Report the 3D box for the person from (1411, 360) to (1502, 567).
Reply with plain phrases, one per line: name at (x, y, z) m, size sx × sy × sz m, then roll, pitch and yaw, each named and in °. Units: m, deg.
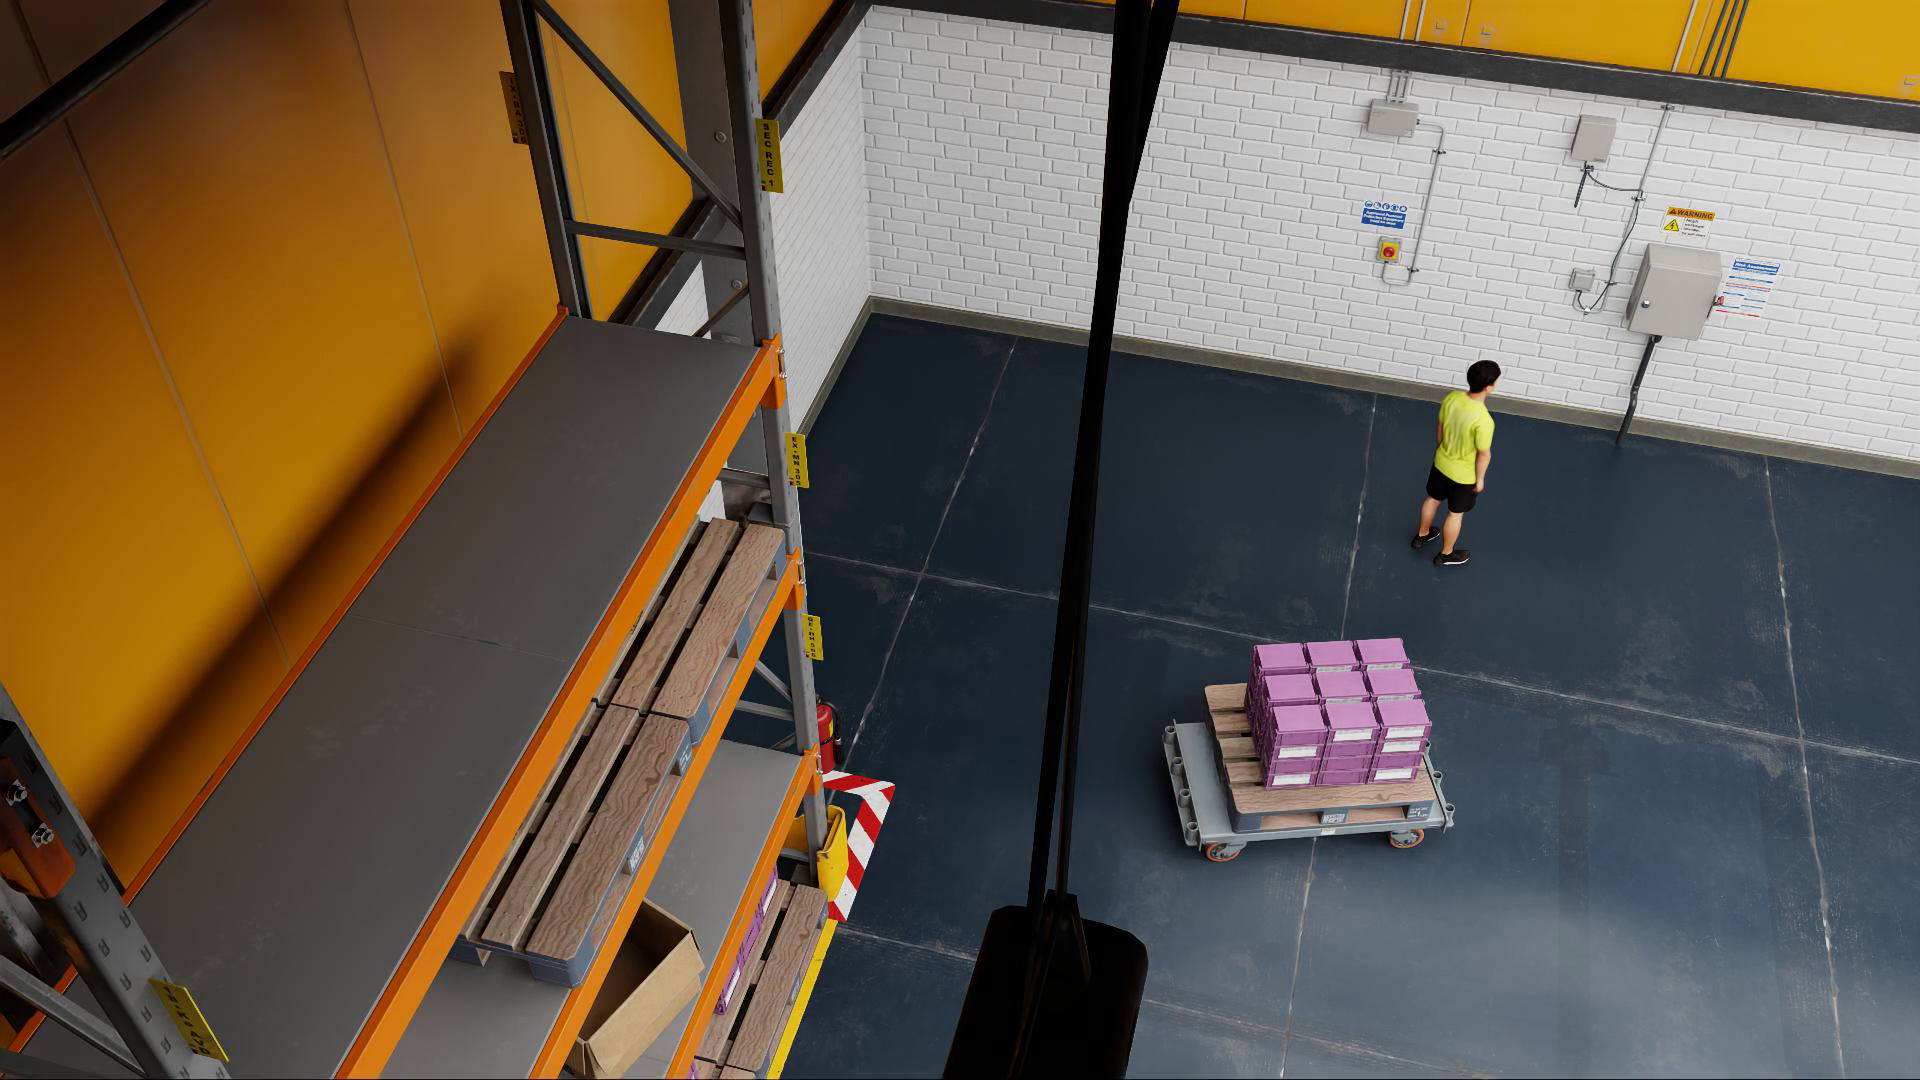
person at (3.480, -0.540, 11.607) m, size 0.752 × 1.708 × 0.690 m, roll -21°, pitch 48°, yaw -21°
